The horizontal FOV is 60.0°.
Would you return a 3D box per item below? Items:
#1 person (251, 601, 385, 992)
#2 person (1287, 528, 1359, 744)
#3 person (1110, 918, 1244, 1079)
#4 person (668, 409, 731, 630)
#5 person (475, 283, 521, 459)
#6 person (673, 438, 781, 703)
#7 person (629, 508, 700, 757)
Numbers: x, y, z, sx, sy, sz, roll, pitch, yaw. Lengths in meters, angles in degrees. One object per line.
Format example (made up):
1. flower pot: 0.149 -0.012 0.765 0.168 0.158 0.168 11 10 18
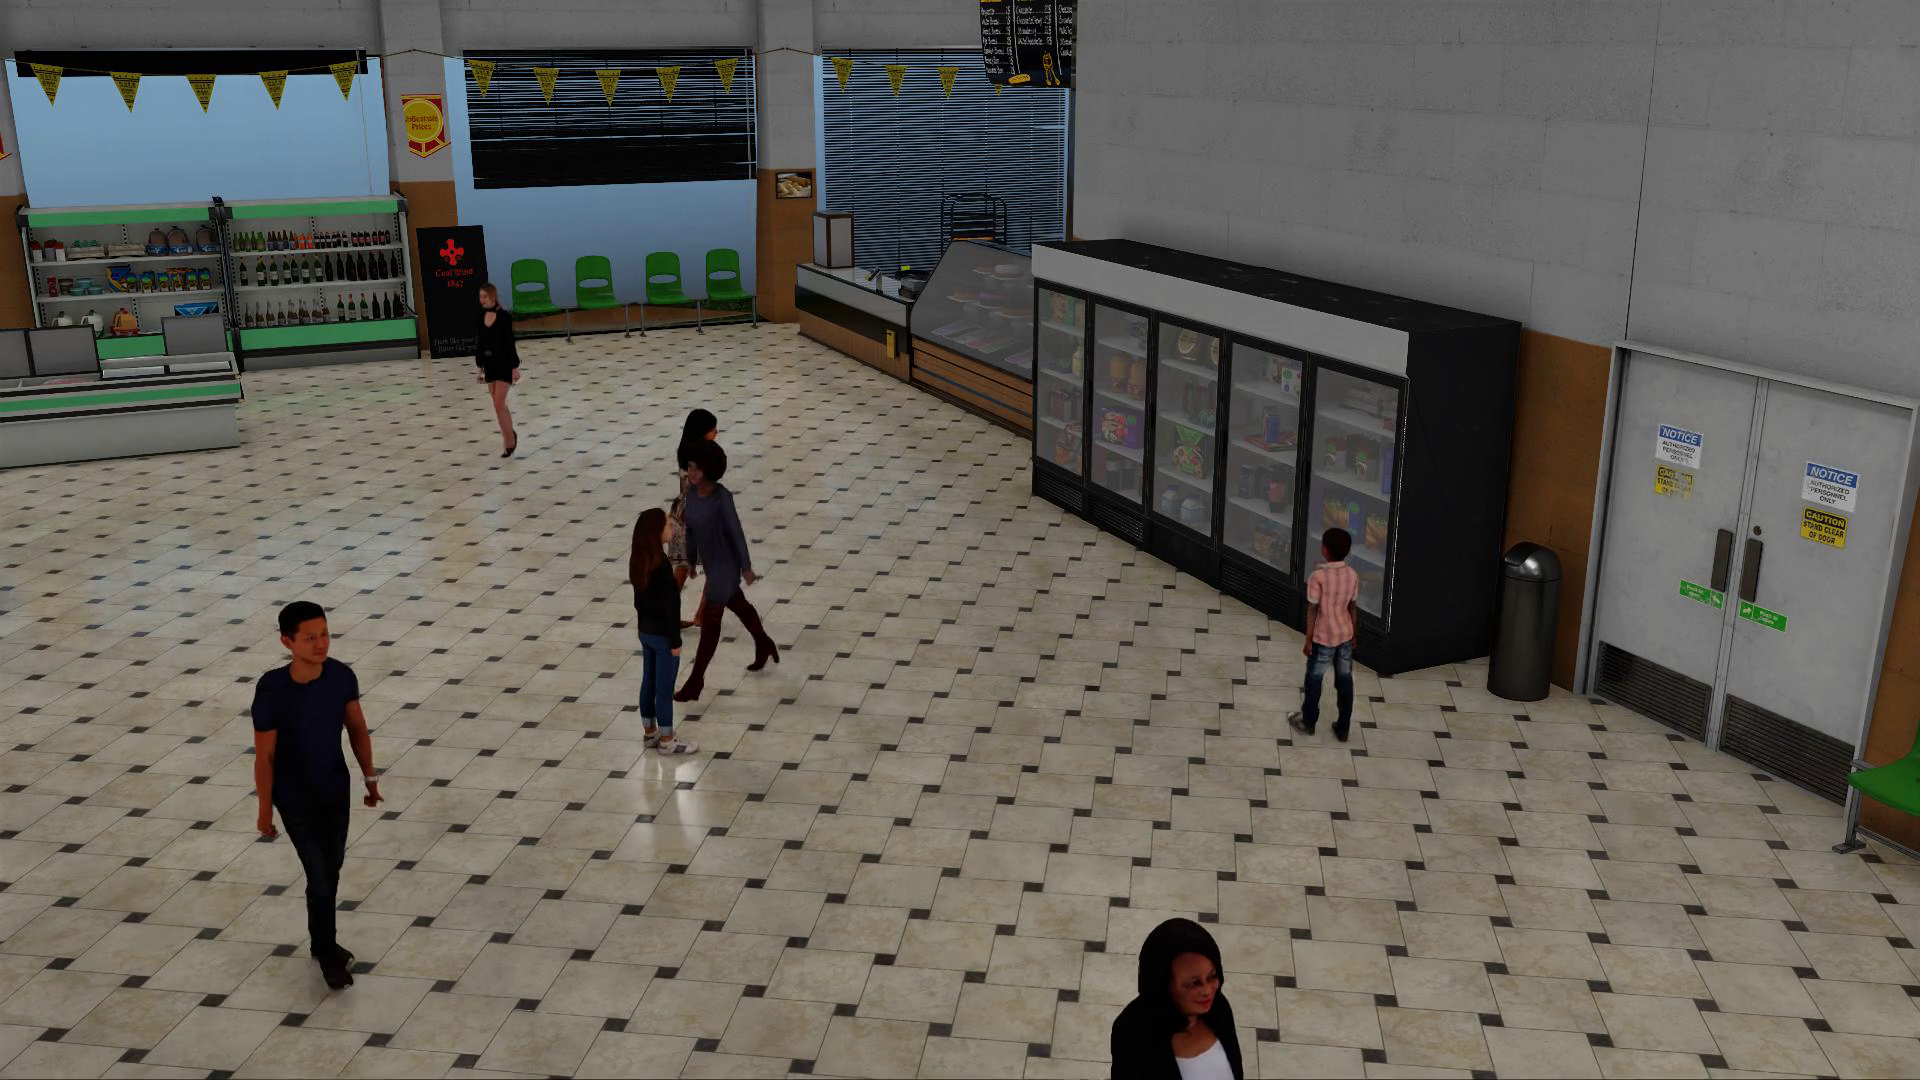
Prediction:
1. person: -2.912 1.095 7.362 0.880 1.773 0.802 12 21 35
2. person: 2.222 0.575 9.883 0.567 1.302 0.600 -5 17 -15
3. person: 0.578 1.868 5.103 0.637 1.605 0.763 -13 21 -36
4. person: -1.866 -0.078 11.501 0.766 1.612 0.692 -13 21 -37
5. person: -4.549 -1.693 16.574 0.720 1.754 0.775 7 18 22
6. person: -1.464 0.179 10.575 1.213 1.657 0.880 -13 21 -37
7. person: -1.767 0.527 9.731 0.560 1.483 0.601 -13 21 -37
